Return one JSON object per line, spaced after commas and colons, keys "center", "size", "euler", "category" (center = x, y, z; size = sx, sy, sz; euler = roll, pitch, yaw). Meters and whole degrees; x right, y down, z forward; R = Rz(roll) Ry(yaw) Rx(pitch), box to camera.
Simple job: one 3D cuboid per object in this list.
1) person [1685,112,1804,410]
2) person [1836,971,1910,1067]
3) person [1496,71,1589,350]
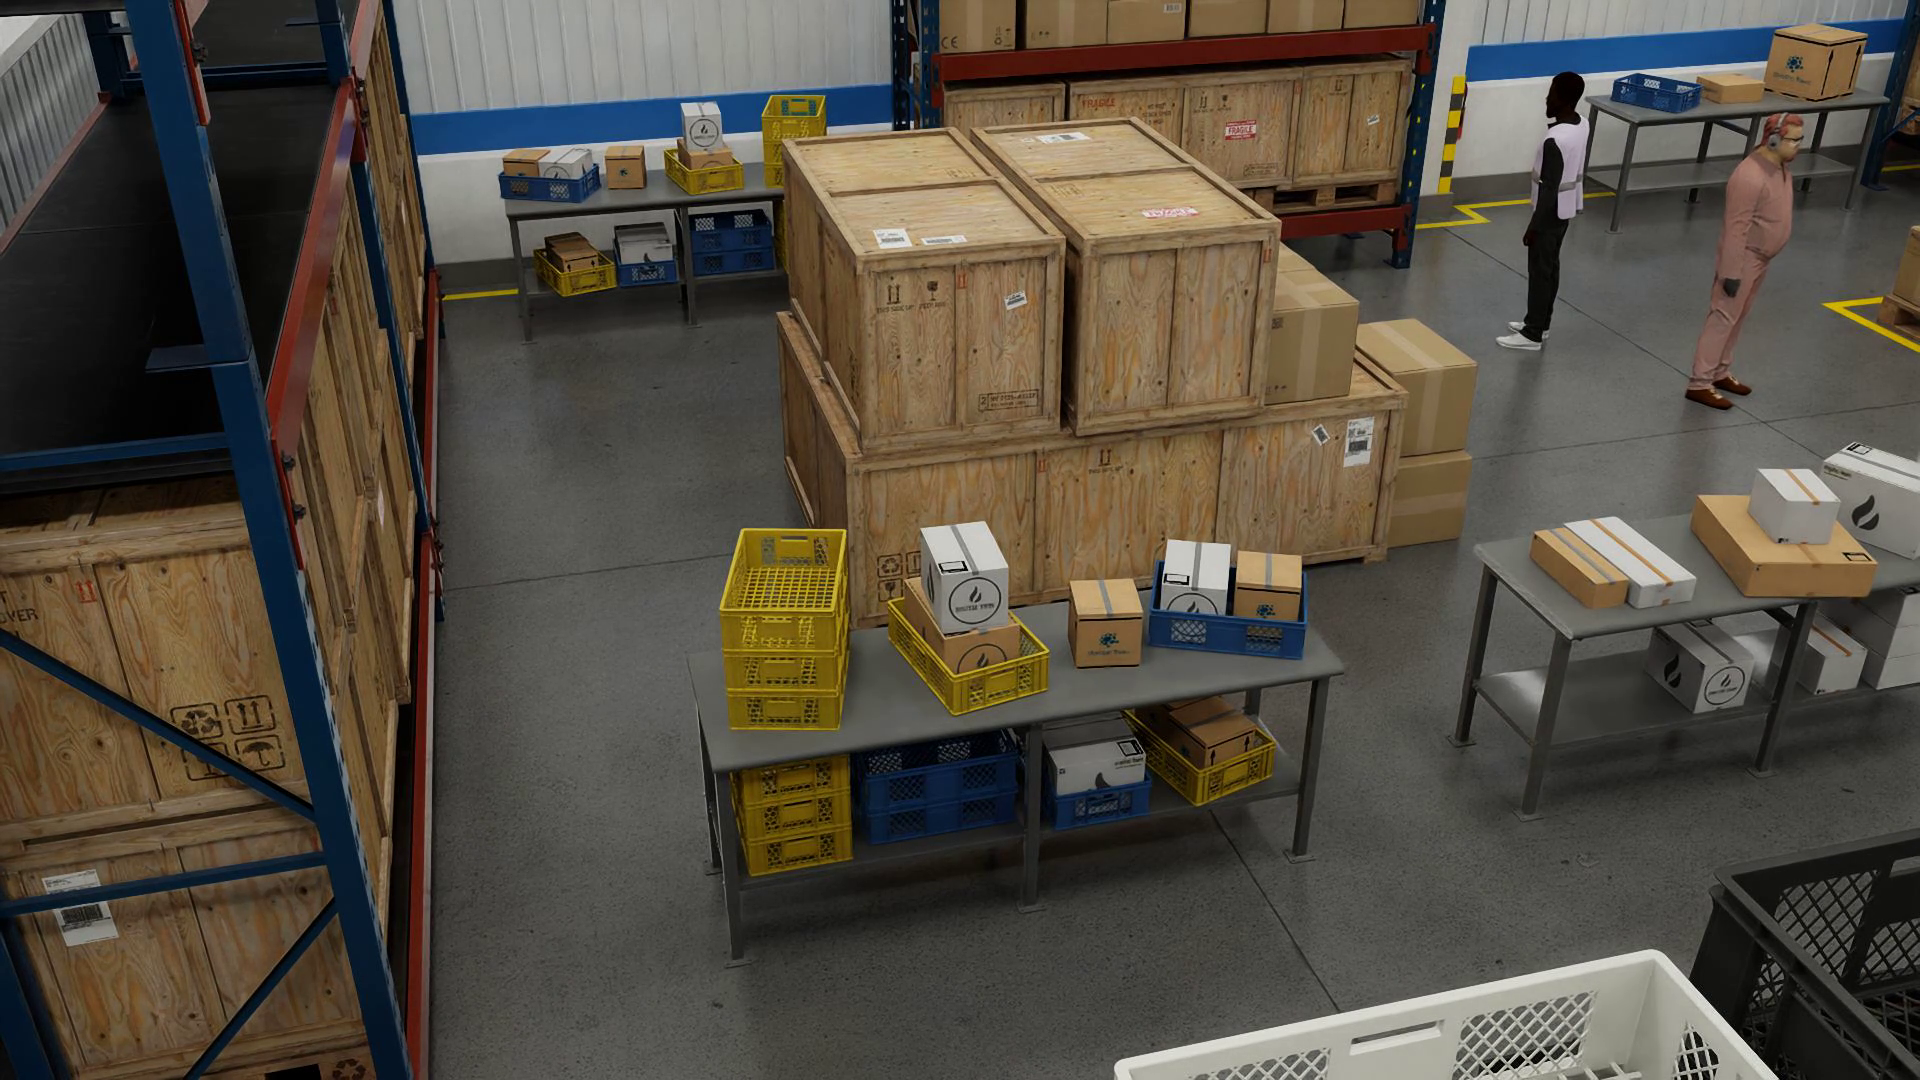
{"center": [5.065, -1.792, 10.671], "size": [0.400, 1.901, 0.645], "euler": [24, 37, 36], "category": "person"}
{"center": [2.056, 1.812, 4.184], "size": [0.429, 1.840, 0.634], "euler": [-20, 35, -32], "category": "person"}
{"center": [4.082, -2.263, 11.500], "size": [0.390, 1.919, 0.591], "euler": [17, 33, 28], "category": "person"}
